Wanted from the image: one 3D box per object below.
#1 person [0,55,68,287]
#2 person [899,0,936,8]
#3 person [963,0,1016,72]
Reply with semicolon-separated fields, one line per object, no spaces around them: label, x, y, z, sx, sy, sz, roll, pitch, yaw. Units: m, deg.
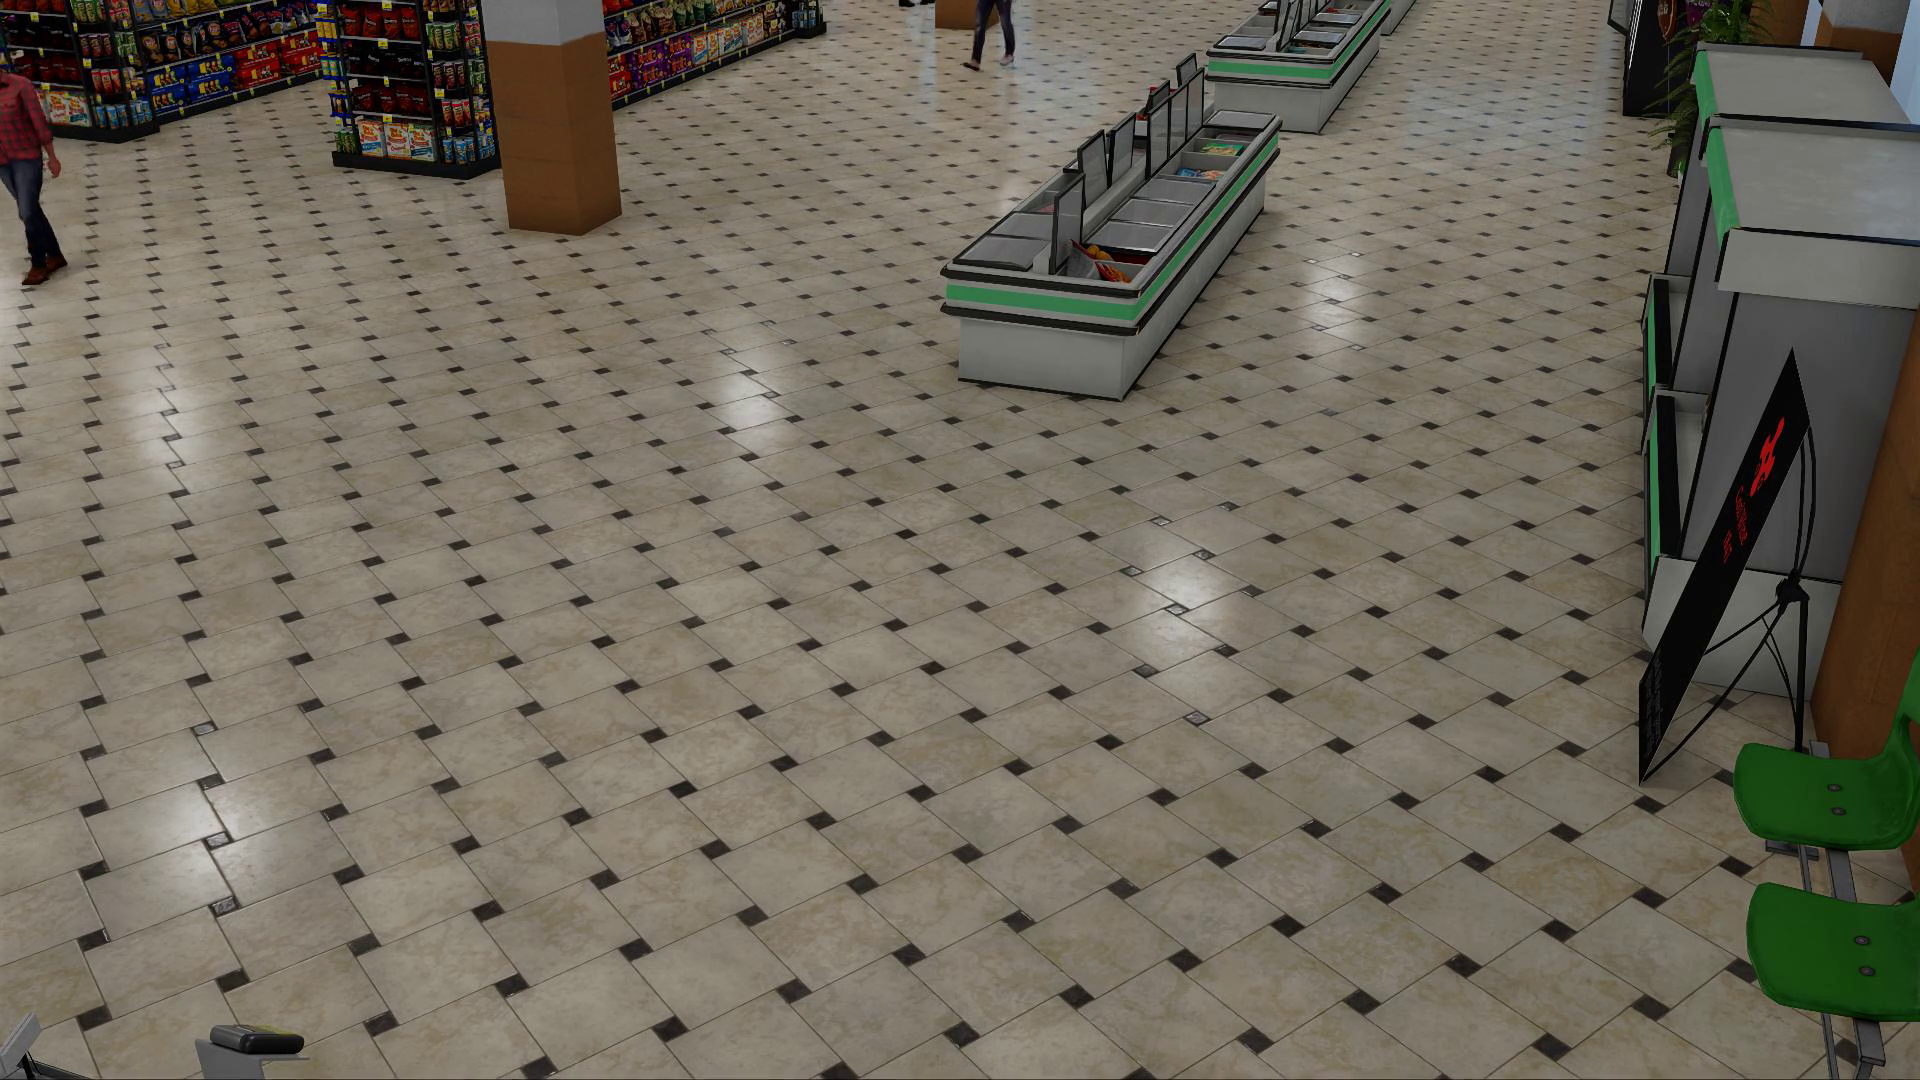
person;-7.091;-2.899;12.621;0.846;1.809;1.009;3;27;7
person;-0.766;-8.493;23.830;0.688;1.649;0.742;7;28;14
person;0.465;-6.471;19.713;0.867;1.766;1.280;15;31;28
